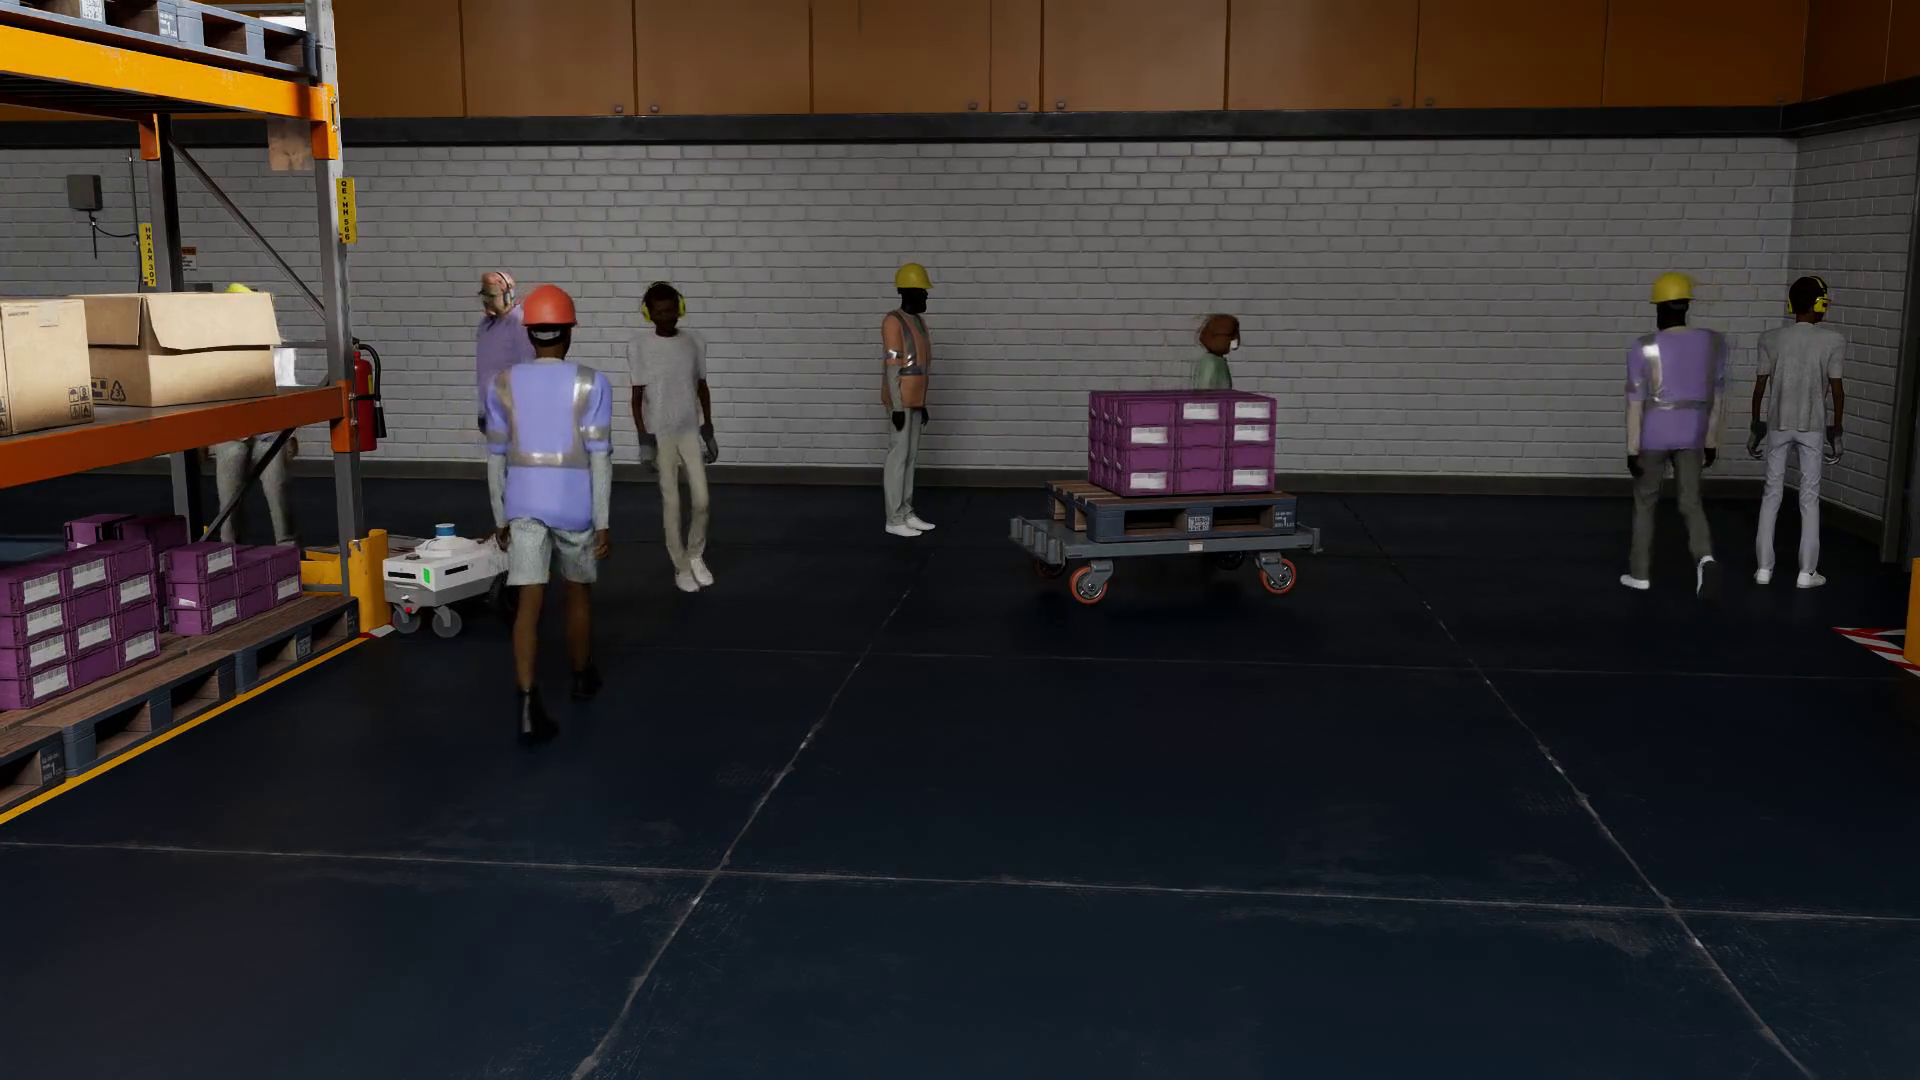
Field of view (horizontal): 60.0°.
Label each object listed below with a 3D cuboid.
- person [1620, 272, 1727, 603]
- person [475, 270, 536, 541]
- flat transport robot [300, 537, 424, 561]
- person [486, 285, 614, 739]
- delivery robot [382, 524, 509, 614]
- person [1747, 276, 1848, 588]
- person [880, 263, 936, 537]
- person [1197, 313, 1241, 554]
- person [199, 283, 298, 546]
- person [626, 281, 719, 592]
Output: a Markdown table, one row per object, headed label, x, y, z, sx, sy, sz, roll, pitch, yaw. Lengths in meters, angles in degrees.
| label | x | y | z | sx | sy | sz | roll | pitch | yaw |
| --- | --- | --- | --- | --- | --- | --- | --- | --- | --- |
| person | 4.137 | -0.592 | 9.615 | 0.598 | 1.900 | 0.796 | 0 | 10 | 2 |
| person | -3.042 | -0.864 | 11.203 | 0.401 | 1.890 | 0.707 | -9 | 14 | -43 |
| flat transport robot | -3.265 | 0.157 | 9.977 | 1.431 | 0.197 | 0.652 | 6 | 11 | 30 |
| person | -1.742 | -0.137 | 7.066 | 0.552 | 1.882 | 1.041 | 0 | 10 | -2 |
| delivery robot | -2.745 | 0.156 | 8.902 | 0.477 | 0.478 | 0.707 | 4 | 11 | 23 |
| person | 5.028 | -0.644 | 10.008 | 0.526 | 1.864 | 0.315 | 7 | 12 | 35 |
| person | -0.361 | -0.996 | 11.836 | 0.379 | 1.928 | 0.585 | 3 | 10 | 18 |
| person | 1.592 | -0.681 | 10.912 | 0.471 | 1.611 | 0.549 | 3 | 10 | 16 |
| person | -4.401 | -0.665 | 10.266 | 0.605 | 1.824 | 0.421 | -4 | 11 | -20 |
| person | -1.672 | -0.595 | 9.796 | 0.561 | 1.841 | 0.387 | -5 | 11 | -25 |
